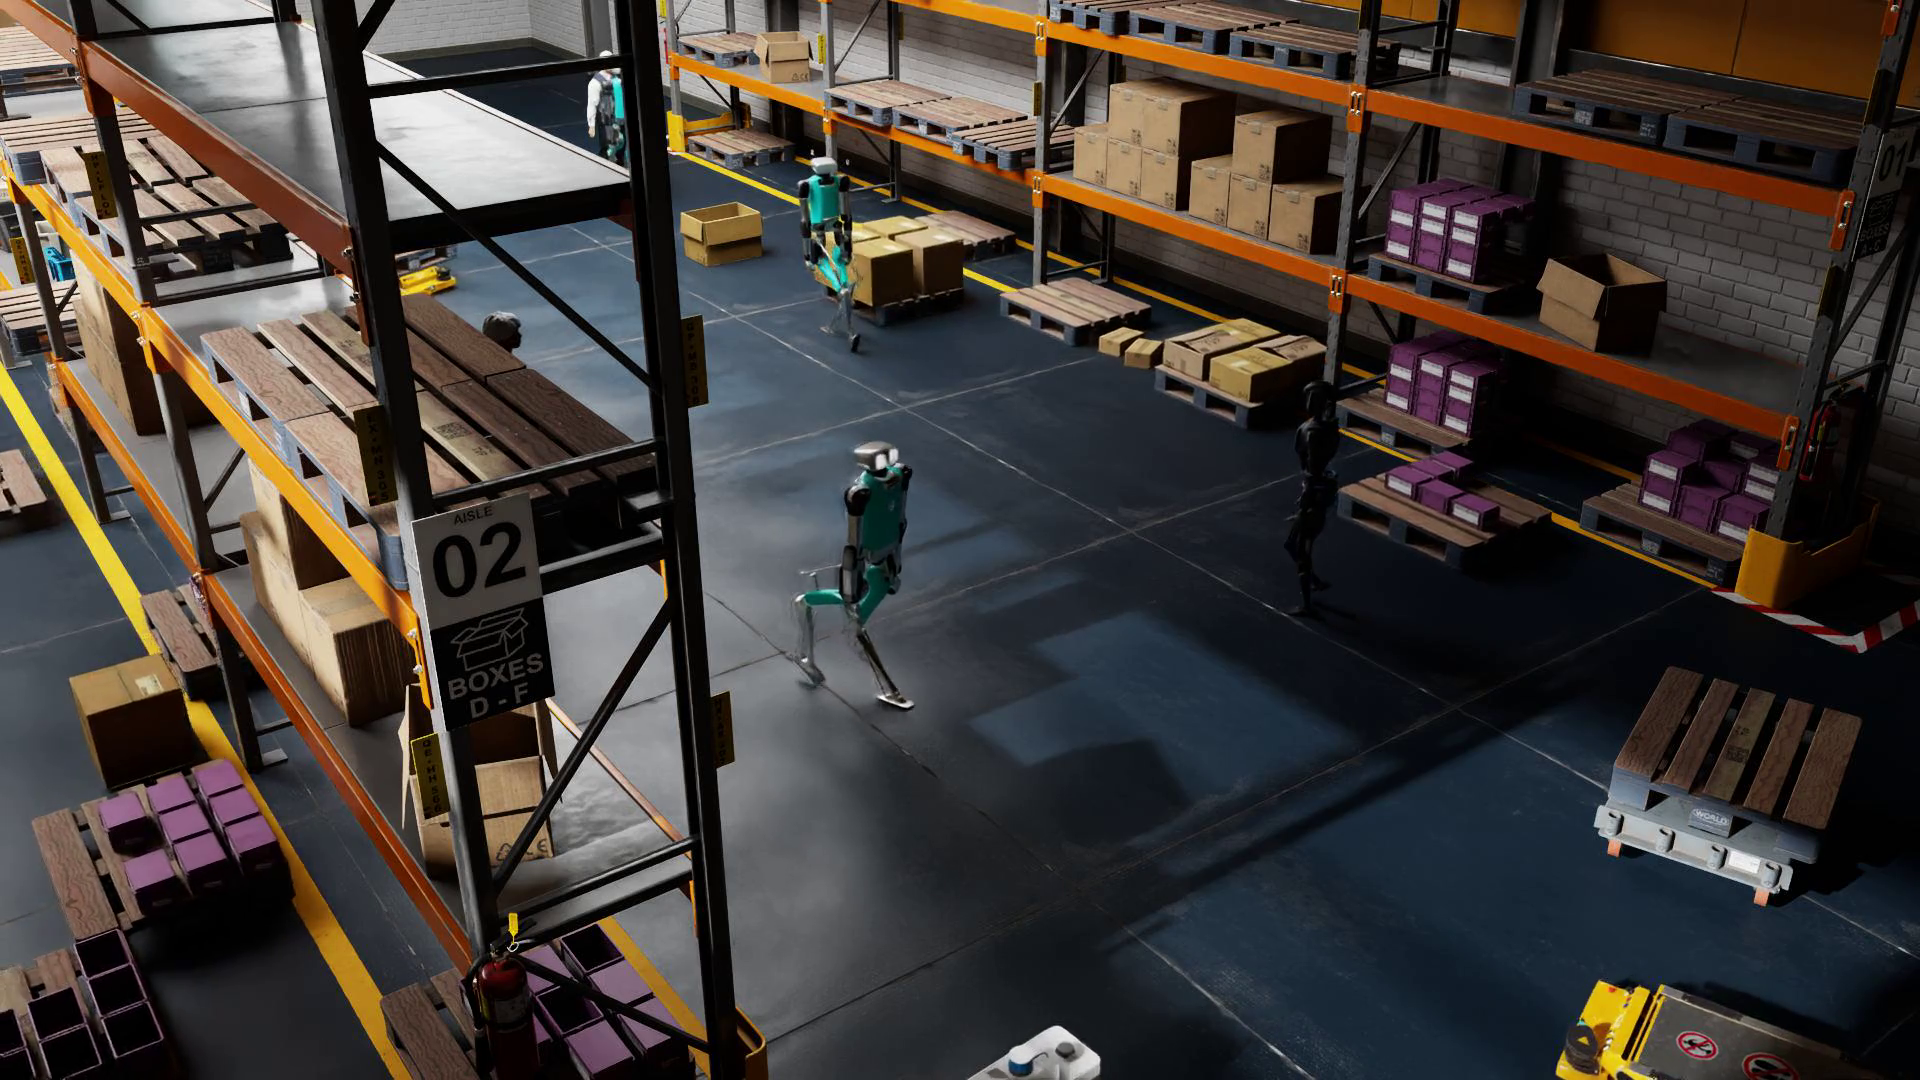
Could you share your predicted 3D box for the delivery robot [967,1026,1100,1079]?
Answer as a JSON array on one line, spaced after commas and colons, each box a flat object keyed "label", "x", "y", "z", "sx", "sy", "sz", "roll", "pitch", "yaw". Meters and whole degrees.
[{"label": "delivery robot", "x": 0.248, "y": 2.363, "z": 6.942, "sx": 0.746, "sy": 0.570, "sz": 0.499, "roll": -21, "pitch": 33, "yaw": -35}]

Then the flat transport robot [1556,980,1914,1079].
[{"label": "flat transport robot", "x": 3.426, "y": 2.377, "z": 7.259, "sx": 1.431, "sy": 0.231, "sz": 0.659, "roll": 17, "pitch": 31, "yaw": 30}]

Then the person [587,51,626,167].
[{"label": "person", "x": -4.310, "y": -5.155, "z": 20.582, "sx": 0.432, "sy": 1.758, "sz": 0.758, "roll": 19, "pitch": 32, "yaw": 33}]

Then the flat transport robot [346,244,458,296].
[{"label": "flat transport robot", "x": -6.078, "y": -2.805, "z": 17.567, "sx": 1.431, "sy": 0.231, "sz": 0.659, "roll": 15, "pitch": 31, "yaw": 28}]

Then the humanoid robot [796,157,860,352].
[{"label": "humanoid robot", "x": -1.109, "y": -2.648, "z": 15.662, "sx": 0.537, "sy": 1.773, "sz": 0.991, "roll": -15, "pitch": 30, "yaw": -27}]

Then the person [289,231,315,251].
[{"label": "person", "x": -6.202, "y": -2.559, "z": 15.560, "sx": 0.298, "sy": 1.626, "sz": 0.501, "roll": 11, "pitch": 29, "yaw": 20}]

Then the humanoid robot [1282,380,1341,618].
[{"label": "humanoid robot", "x": 2.314, "y": -0.253, "z": 10.925, "sx": 0.353, "sy": 1.651, "sz": 0.610, "roll": 8, "pitch": 28, "yaw": 15}]

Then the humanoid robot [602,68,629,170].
[{"label": "humanoid robot", "x": -4.146, "y": -4.979, "z": 20.285, "sx": 0.535, "sy": 1.769, "sz": 0.978, "roll": -14, "pitch": 30, "yaw": -25}]

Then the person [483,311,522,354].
[{"label": "person", "x": -3.113, "y": -0.716, "z": 11.653, "sx": 0.330, "sy": 1.846, "sz": 0.523, "roll": -8, "pitch": 28, "yaw": -15}]

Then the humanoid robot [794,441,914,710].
[{"label": "humanoid robot", "x": -0.744, "y": 0.165, "z": 10.066, "sx": 0.994, "sy": 1.771, "sz": 0.530, "roll": 17, "pitch": 31, "yaw": 31}]
